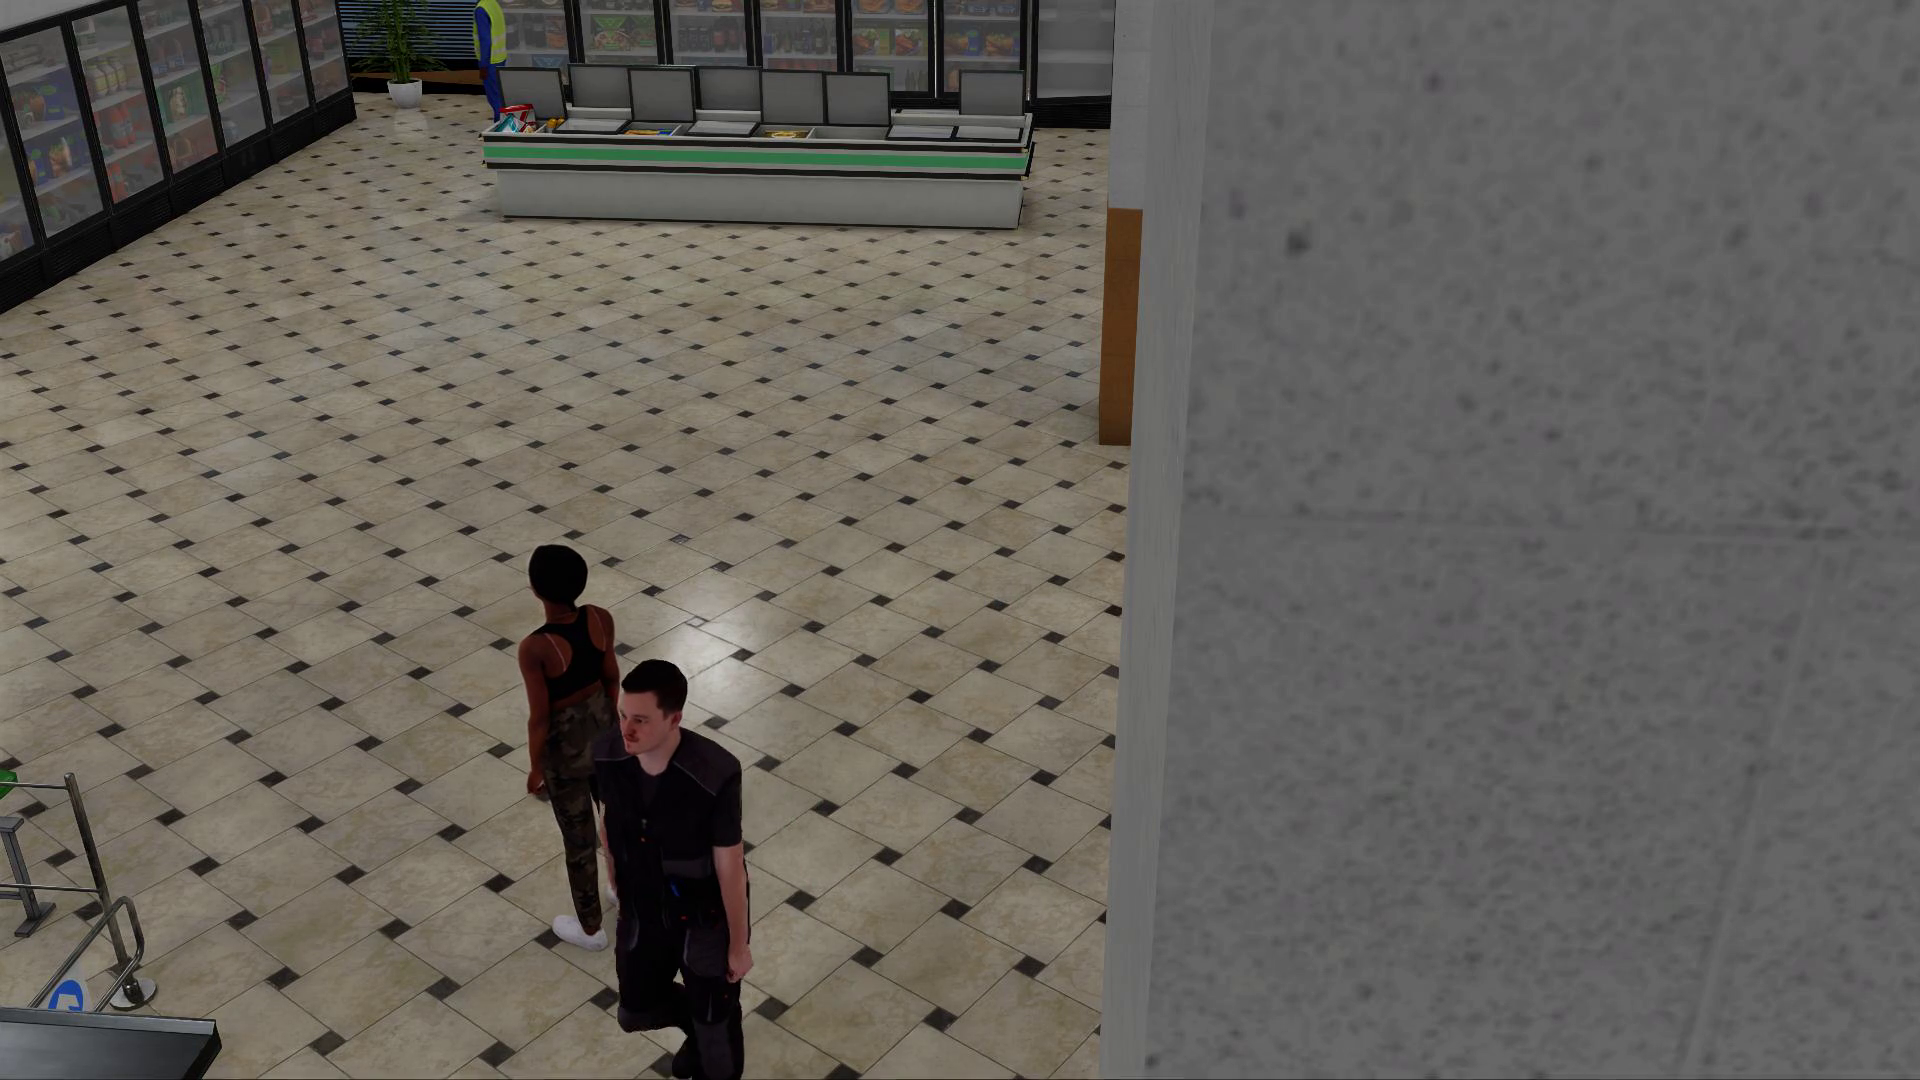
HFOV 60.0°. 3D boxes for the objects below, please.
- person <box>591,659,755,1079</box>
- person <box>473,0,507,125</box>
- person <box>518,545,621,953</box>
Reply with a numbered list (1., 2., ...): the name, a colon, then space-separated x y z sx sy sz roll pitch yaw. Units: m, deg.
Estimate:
1. person: -0.826 1.139 5.284 0.840 1.836 0.922 12 29 22
2. person: -4.958 -5.084 17.582 0.559 1.812 0.671 1 27 2
3. person: -1.402 0.771 6.161 0.706 1.700 0.666 23 35 37
